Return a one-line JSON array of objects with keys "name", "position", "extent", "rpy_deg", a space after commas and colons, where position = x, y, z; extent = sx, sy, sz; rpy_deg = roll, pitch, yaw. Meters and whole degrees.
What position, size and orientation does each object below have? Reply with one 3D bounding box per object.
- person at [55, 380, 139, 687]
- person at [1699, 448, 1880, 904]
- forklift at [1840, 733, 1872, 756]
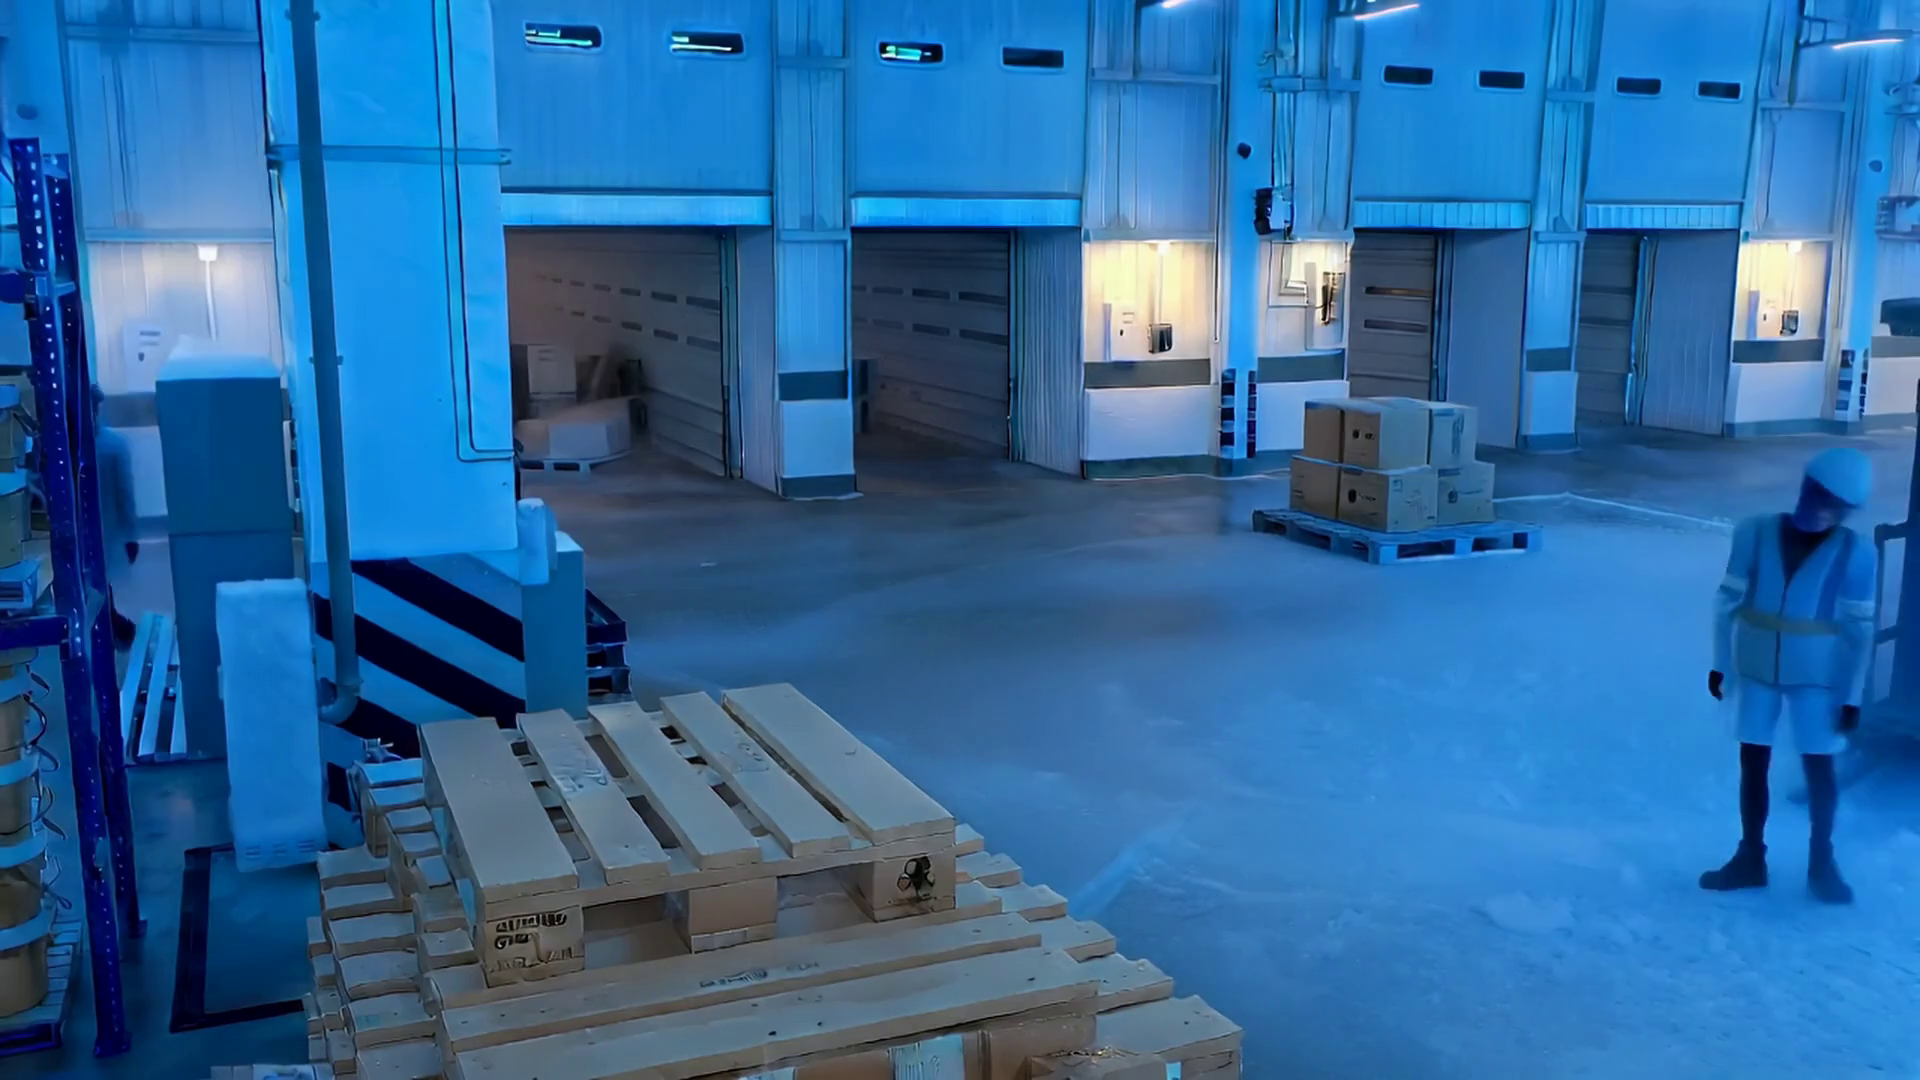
[{"name": "person", "position": [-5.343, -0.076, 10.308], "extent": [0.556, 1.913, 0.639], "rpy_deg": [1, 10, 6]}, {"name": "person", "position": [3.443, 0.557, 6.854], "extent": [0.648, 1.894, 0.396], "rpy_deg": [9, 14, 40]}, {"name": "forklift", "position": [5.669, -0.263, 8.633], "extent": [1.873, 2.768, 1.129], "rpy_deg": [-9, 13, -40]}]
